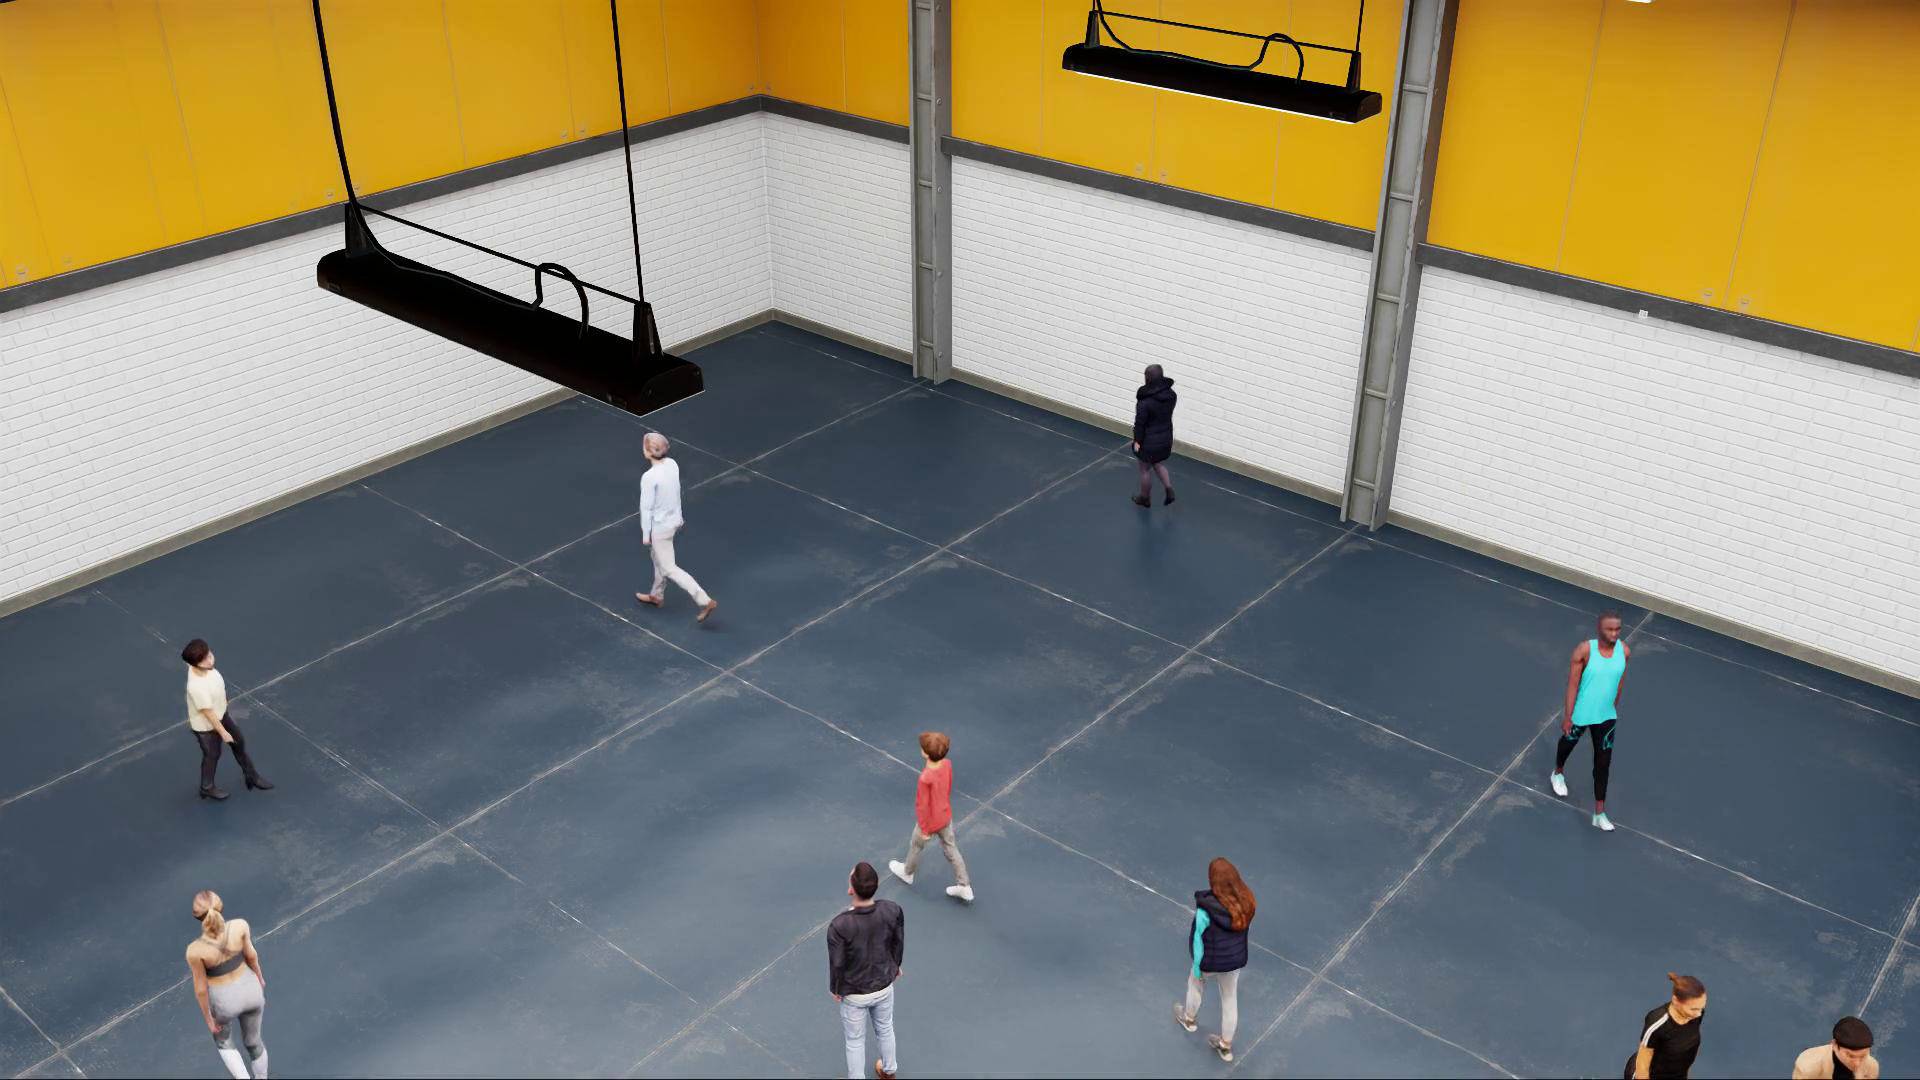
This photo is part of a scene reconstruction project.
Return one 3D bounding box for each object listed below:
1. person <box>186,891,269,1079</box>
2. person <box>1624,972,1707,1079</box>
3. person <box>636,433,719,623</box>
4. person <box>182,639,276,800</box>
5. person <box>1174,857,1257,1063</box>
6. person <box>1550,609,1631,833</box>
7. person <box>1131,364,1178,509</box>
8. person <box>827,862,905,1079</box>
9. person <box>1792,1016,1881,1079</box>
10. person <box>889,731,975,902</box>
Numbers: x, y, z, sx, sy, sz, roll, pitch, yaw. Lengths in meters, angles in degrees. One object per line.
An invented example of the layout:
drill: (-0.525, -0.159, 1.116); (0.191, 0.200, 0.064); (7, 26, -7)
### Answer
person: (-4.397, 2.852, 10.151); (0.622, 1.691, 0.688); (-23, 36, -36)
person: (4.042, 3.084, 9.769); (0.759, 1.650, 0.800); (-12, 31, -21)
person: (-2.658, -0.088, 15.366); (1.301, 1.860, 0.911); (11, 31, 20)
person: (-5.875, 1.406, 12.948); (0.928, 1.552, 0.874); (-9, 30, -16)
person: (1.693, 2.713, 10.630); (0.773, 1.477, 0.883); (-10, 30, -17)
person: (4.861, 1.289, 12.930); (1.137, 1.774, 1.137); (0, 29, -1)
person: (2.067, -1.049, 17.331); (0.754, 1.664, 0.856); (-20, 35, -32)
person: (-0.571, 2.728, 10.226); (0.721, 1.837, 0.680); (-15, 32, -26)
person: (4.798, 3.253, 9.416); (1.109, 1.691, 1.094); (2, 29, 3)
person: (-0.122, 2.025, 11.992); (0.928, 1.381, 0.523); (22, 35, 34)
